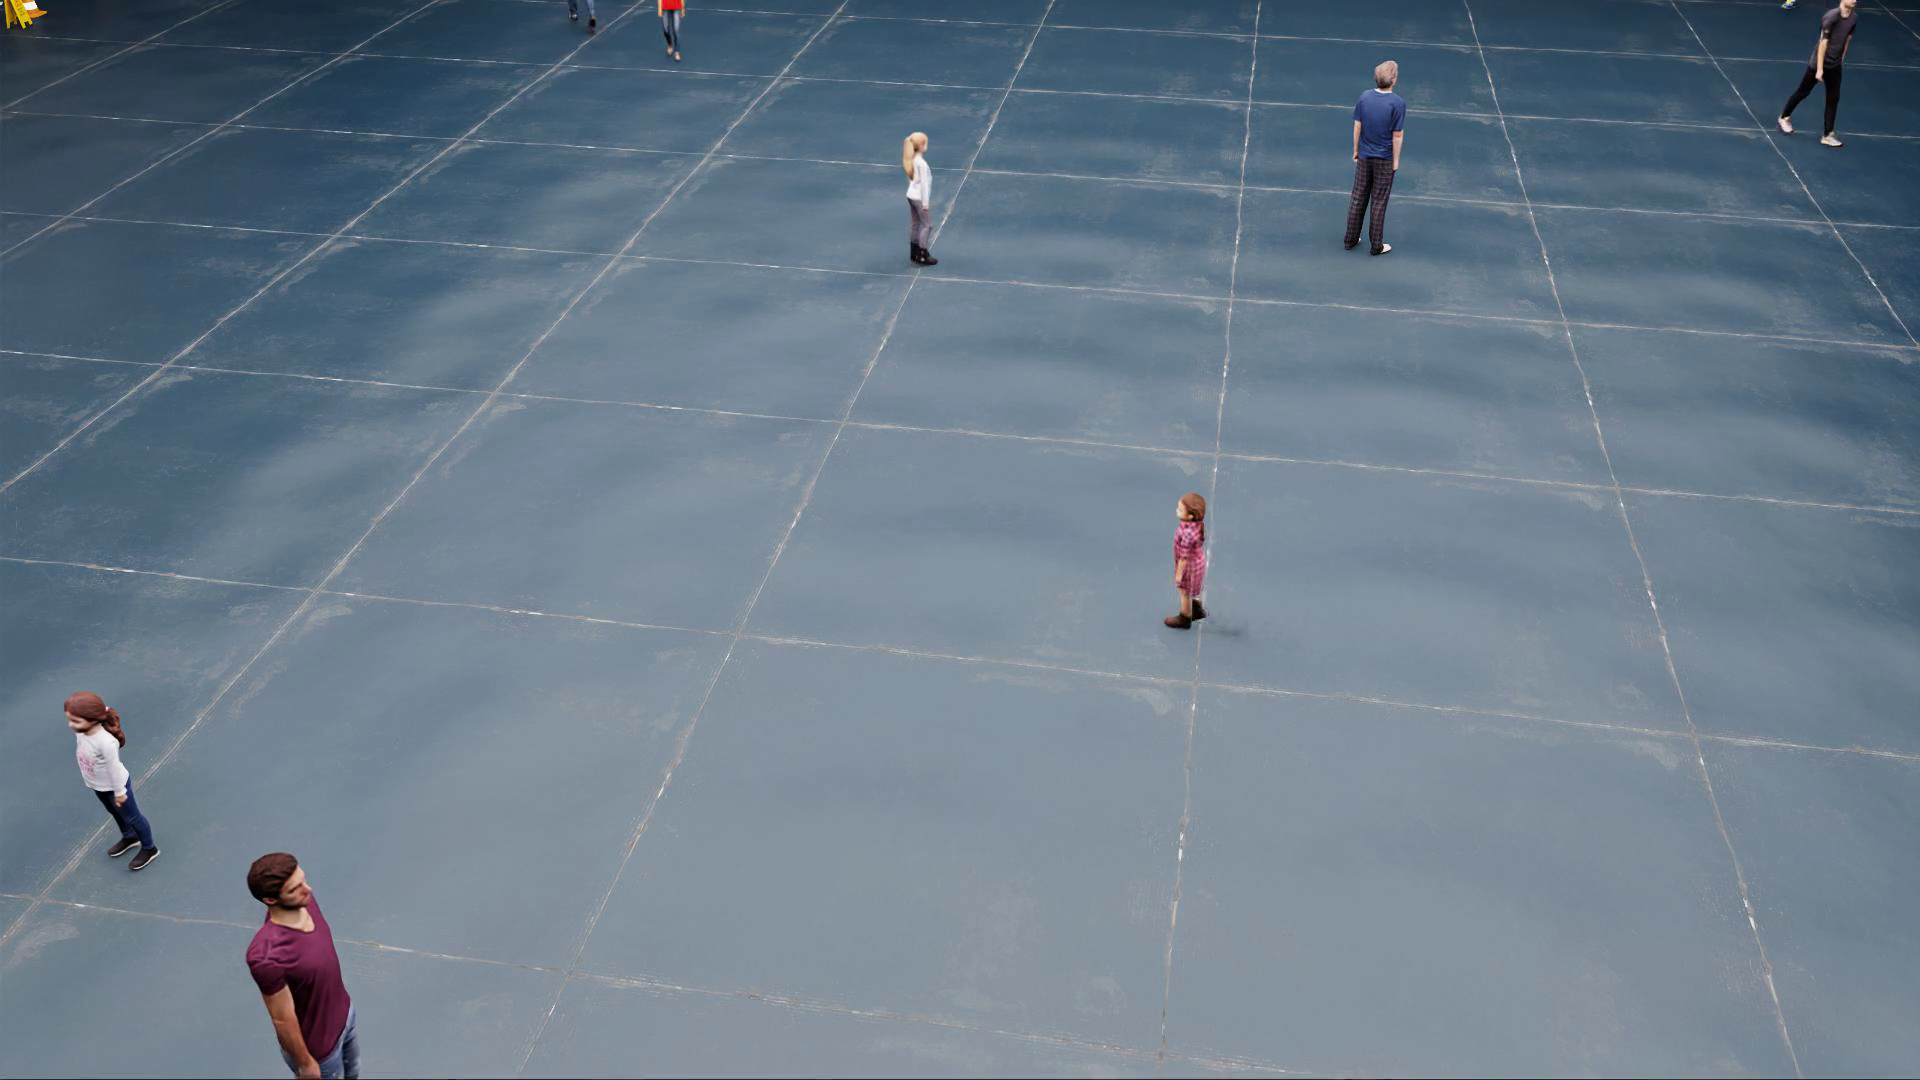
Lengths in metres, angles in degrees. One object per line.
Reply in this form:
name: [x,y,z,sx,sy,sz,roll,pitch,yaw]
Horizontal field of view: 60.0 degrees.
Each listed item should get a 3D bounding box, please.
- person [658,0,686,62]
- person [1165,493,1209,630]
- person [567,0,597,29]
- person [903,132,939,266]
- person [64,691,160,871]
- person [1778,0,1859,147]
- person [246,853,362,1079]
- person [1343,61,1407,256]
person: [-3.780,-6.956,21.744,0.582,1.305,0.645,-6,33,-9]
person: [1.523,0.150,10.748,0.524,1.019,0.476,11,34,17]
person: [-5.275,-7.977,22.869,1.184,1.832,1.144,-14,35,-21]
person: [-0.410,-3.271,15.929,0.630,1.277,0.588,-14,35,-21]
person: [-4.550,1.263,8.898,0.480,1.110,0.562,18,37,26]
person: [9.759,-5.401,18.884,1.189,1.726,1.045,-9,33,-14]
person: [-2.716,2.027,6.989,0.629,1.854,0.700,-1,32,-2]
person: [4.011,-3.683,16.024,0.660,1.872,0.798,22,39,31]
